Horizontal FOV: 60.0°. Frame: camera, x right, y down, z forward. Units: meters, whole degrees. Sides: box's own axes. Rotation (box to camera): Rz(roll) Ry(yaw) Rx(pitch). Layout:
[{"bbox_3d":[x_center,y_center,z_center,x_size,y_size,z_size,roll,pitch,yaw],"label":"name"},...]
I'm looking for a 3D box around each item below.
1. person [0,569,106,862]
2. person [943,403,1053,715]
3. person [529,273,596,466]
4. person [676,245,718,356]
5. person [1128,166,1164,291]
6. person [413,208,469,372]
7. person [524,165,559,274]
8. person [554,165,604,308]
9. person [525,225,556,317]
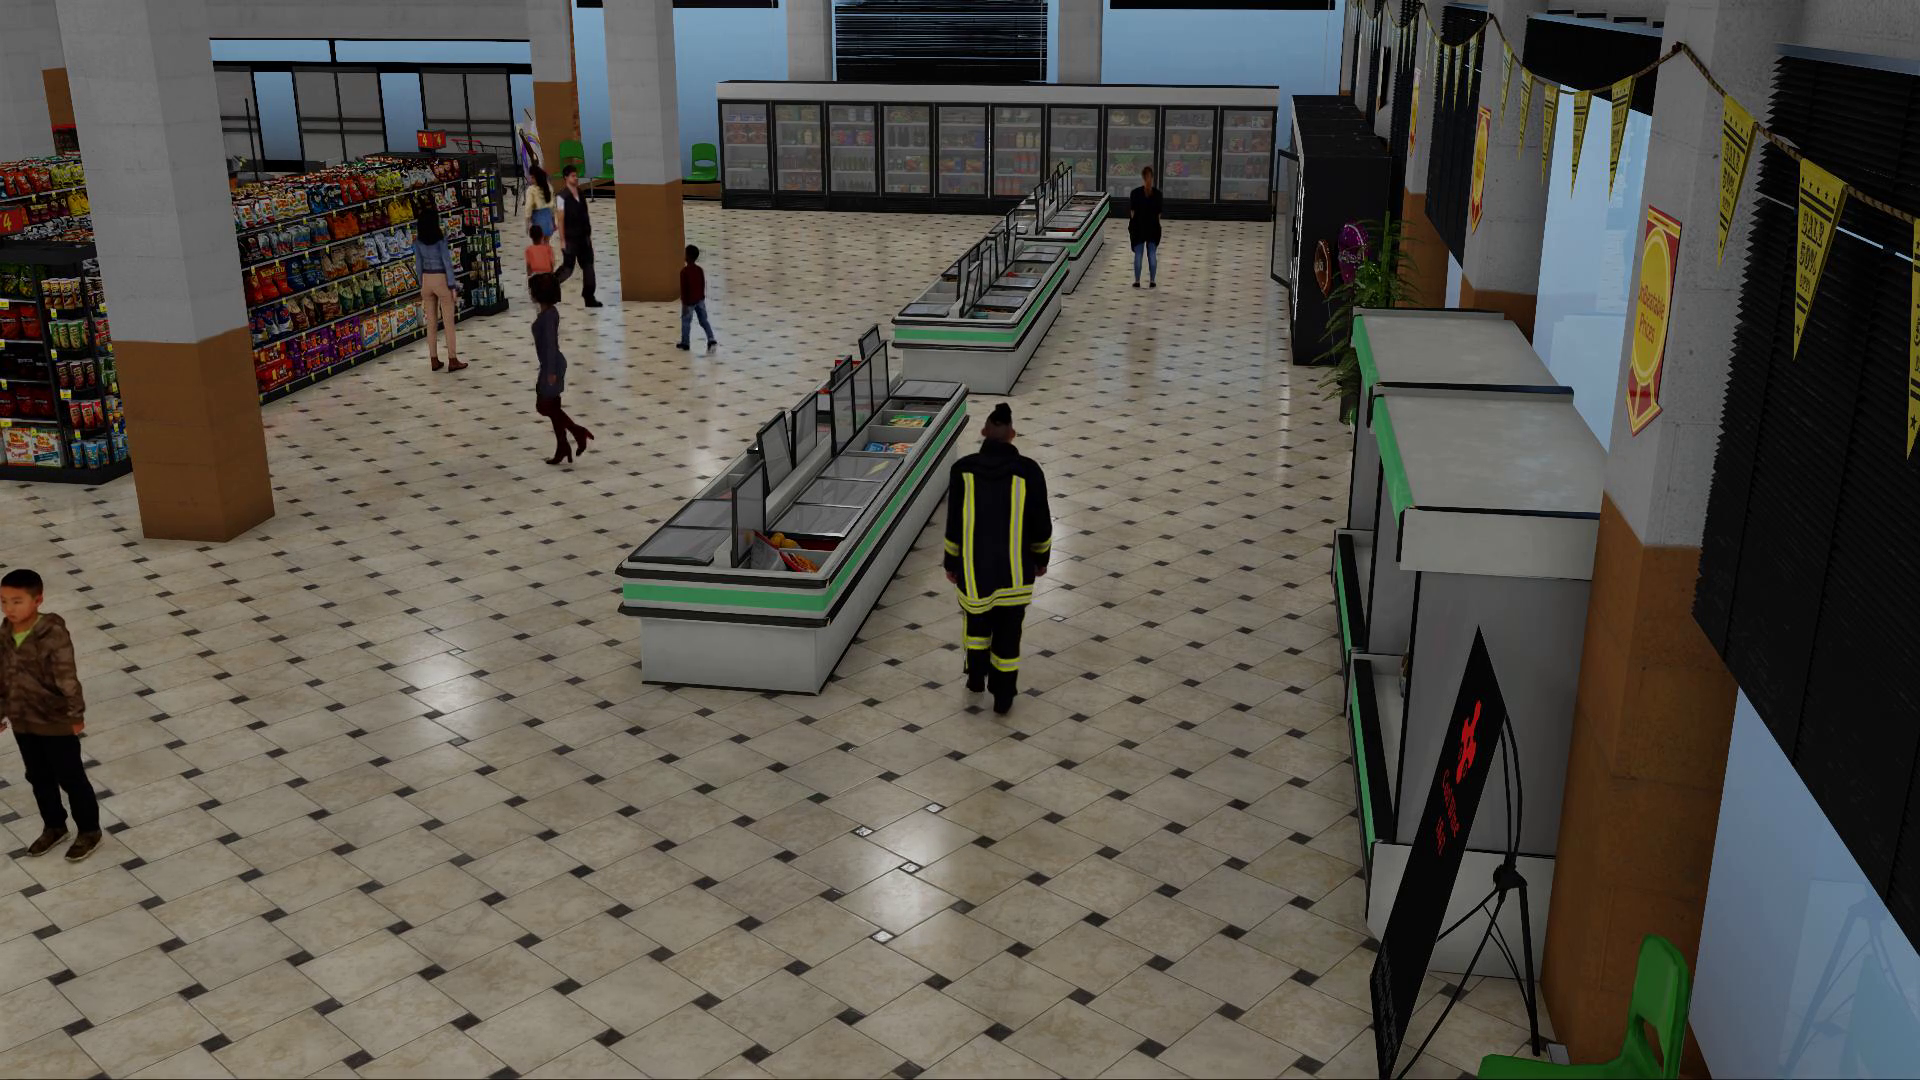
[{"bbox_3d":[-4.464,0.822,8.130,0.584,1.454,0.612,4,19,12],"label":"person"},{"bbox_3d":[0.192,0.126,9.569,0.807,1.853,0.750,1,19,4],"label":"person"},{"bbox_3d":[-3.488,-1.477,14.562,0.809,1.700,0.763,-5,19,-14],"label":"person"},{"bbox_3d":[-2.998,-2.735,18.995,0.854,1.252,0.871,17,25,42],"label":"person"},{"bbox_3d":[2.569,-4.317,23.009,0.659,1.684,0.603,0,19,1],"label":"person"},{"bbox_3d":[-5.724,-2.739,18.188,0.618,1.774,0.586,5,19,16],"label":"person"},{"bbox_3d":[-5.890,-4.489,23.617,0.834,1.623,0.732,14,23,35],"label":"person"},{"bbox_3d":[-5.091,-3.941,21.682,1.028,1.820,1.163,13,23,34],"label":"person"},{"bbox_3d":[-5.071,-3.155,20.168,0.638,1.298,0.862,-3,19,-9],"label":"person"}]
